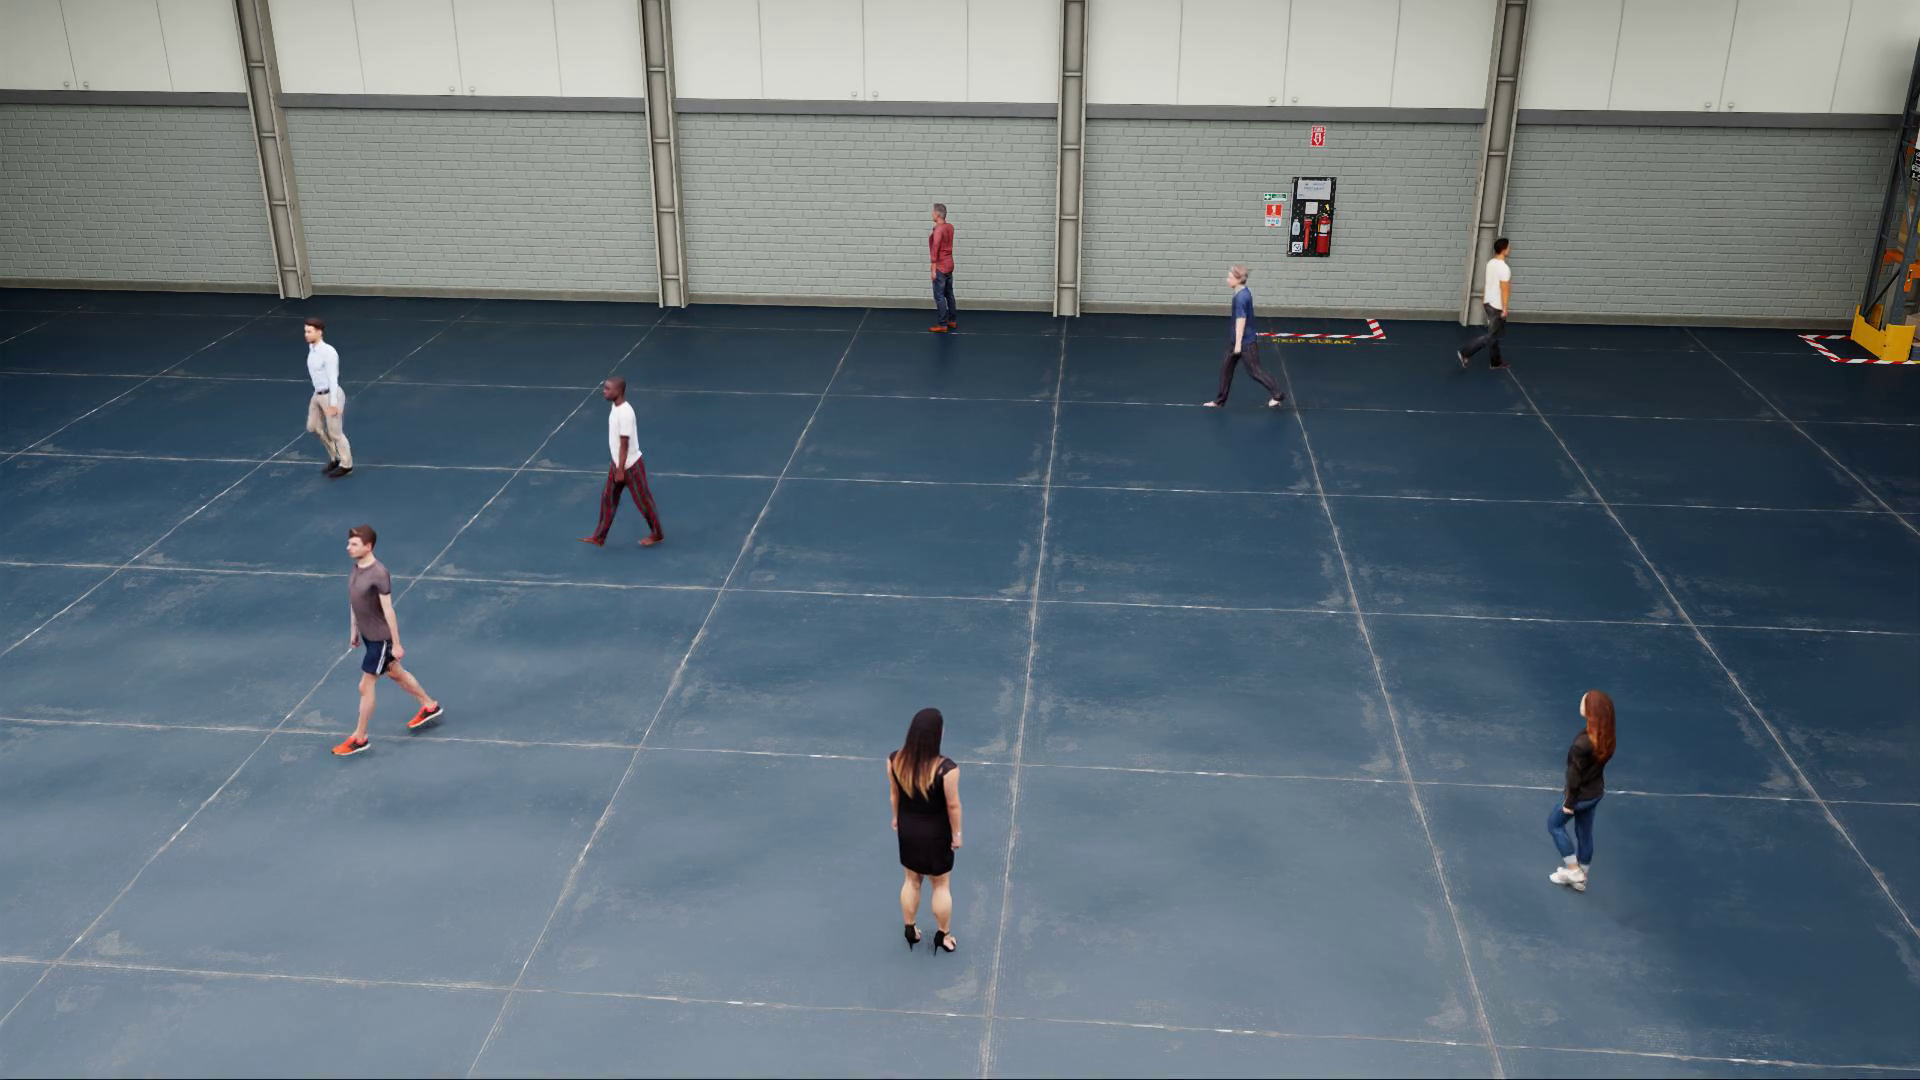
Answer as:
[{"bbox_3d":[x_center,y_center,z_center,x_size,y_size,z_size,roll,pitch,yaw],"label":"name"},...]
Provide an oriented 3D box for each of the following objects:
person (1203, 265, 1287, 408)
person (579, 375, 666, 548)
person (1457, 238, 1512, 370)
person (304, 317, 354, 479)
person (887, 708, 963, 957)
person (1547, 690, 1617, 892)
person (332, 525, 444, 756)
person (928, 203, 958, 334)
[{"bbox_3d":[3.577,-2.429,20.403,1.239,1.801,0.698,1,23,3],"label":"person"},{"bbox_3d":[-3.210,-0.756,16.480,1.190,1.793,1.000,-10,25,-21],"label":"person"},{"bbox_3d":[6.992,-3.082,21.962,1.141,1.782,0.849,-4,23,-10],"label":"person"},{"bbox_3d":[-6.916,-1.578,18.375,0.739,1.822,0.831,18,29,36],"label":"person"},{"bbox_3d":[-0.212,1.842,10.467,0.663,1.717,0.787,11,25,24],"label":"person"},{"bbox_3d":[4.219,1.705,11.101,0.656,1.472,0.717,-18,29,-36],"label":"person"},{"bbox_3d":[-4.453,0.735,12.956,1.210,1.806,1.170,-20,30,-39],"label":"person"},{"bbox_3d":[-0.244,-3.910,23.854,0.690,1.826,0.748,11,25,23],"label":"person"}]
